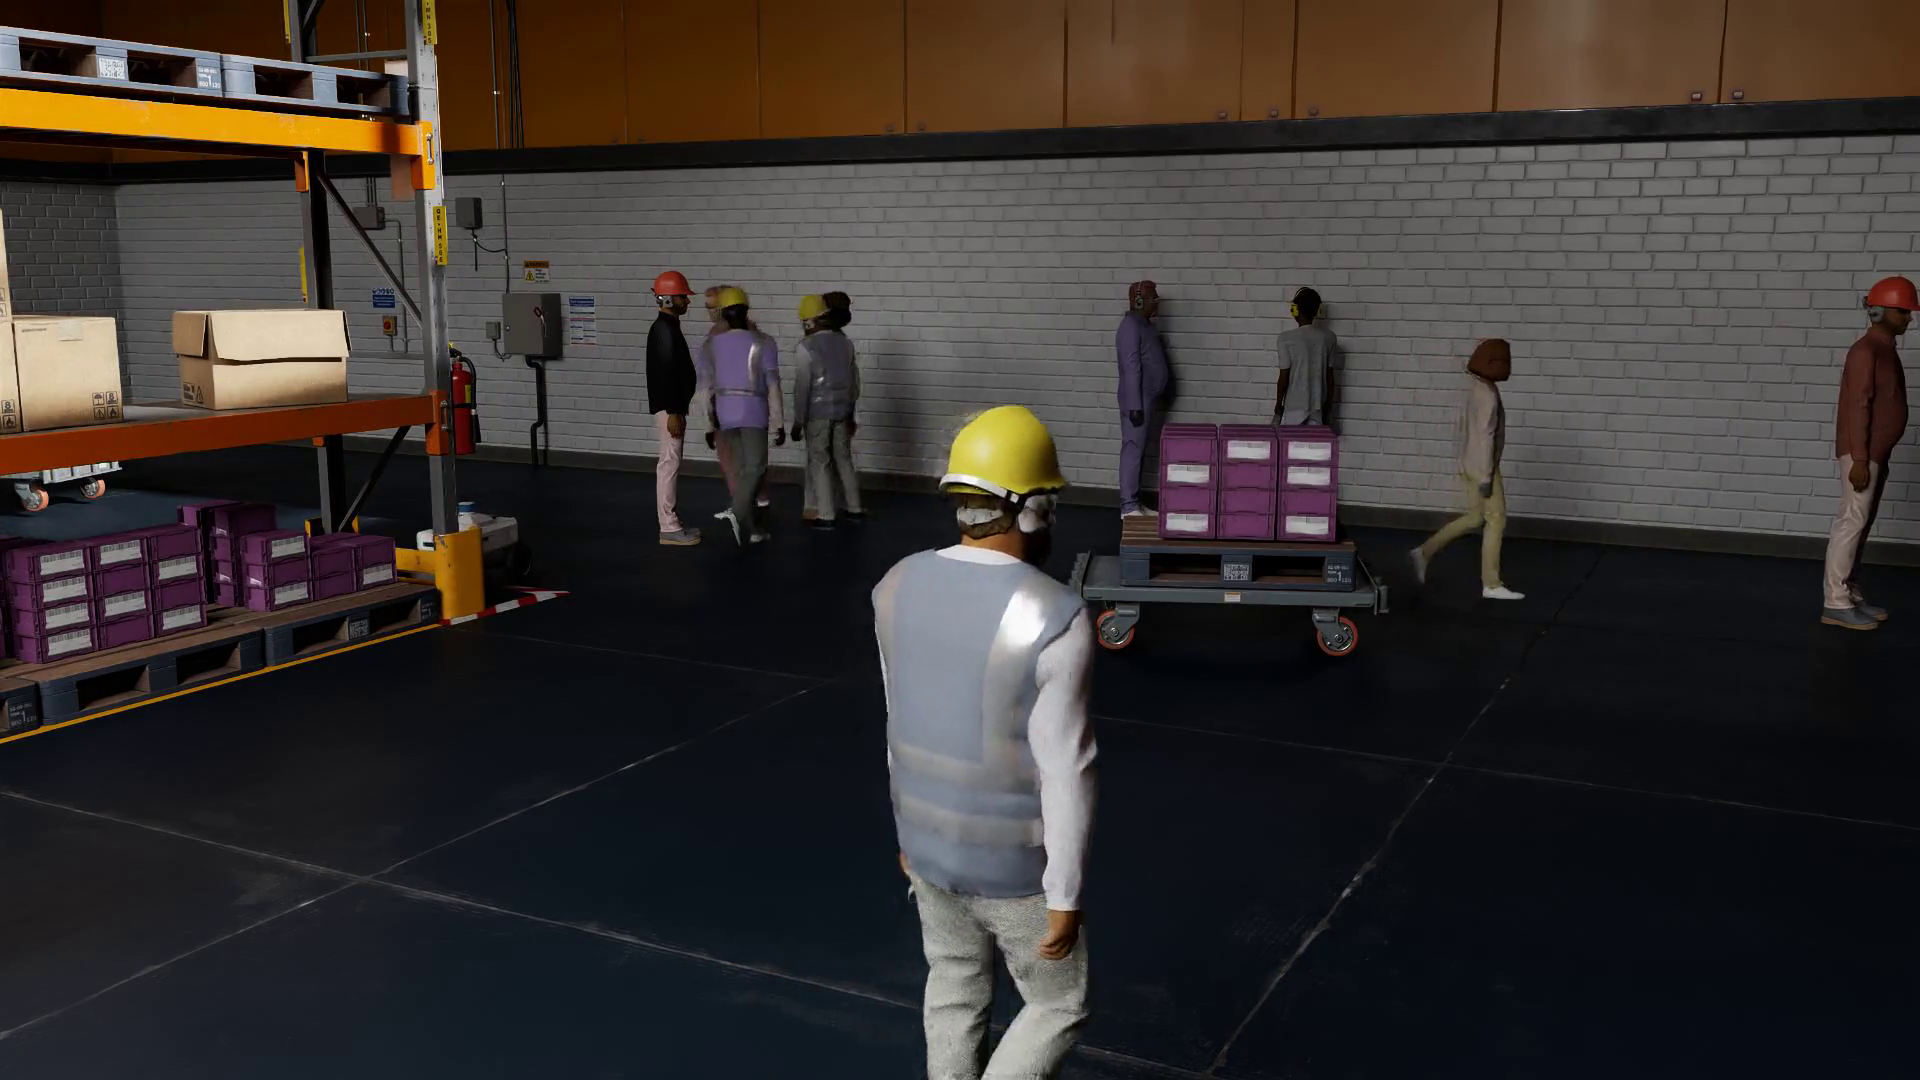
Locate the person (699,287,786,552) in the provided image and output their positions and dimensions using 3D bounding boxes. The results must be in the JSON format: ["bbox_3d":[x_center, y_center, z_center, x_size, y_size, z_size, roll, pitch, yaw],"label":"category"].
[{"bbox_3d":[-1.581,-0.859,11.927,0.639,1.885,0.789,3,10,18],"label":"person"}]

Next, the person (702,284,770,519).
[{"bbox_3d":[-1.828,-1.099,13.321,0.399,1.879,0.767,4,11,24],"label":"person"}]

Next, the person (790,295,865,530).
[{"bbox_3d":[-1.035,-0.980,12.873,0.433,1.801,0.721,8,13,39],"label":"person"}]

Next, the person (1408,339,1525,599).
[{"bbox_3d":[3.152,-0.436,10.236,0.627,1.610,0.507,1,10,5],"label":"person"}]

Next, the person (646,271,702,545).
[{"bbox_3d":[-2.101,-0.965,12.194,0.377,1.995,0.612,-1,10,-7],"label":"person"}]

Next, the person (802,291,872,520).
[{"bbox_3d":[-1.009,-1.070,13.297,0.429,1.844,0.626,2,10,9],"label":"person"}]

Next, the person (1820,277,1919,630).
[{"bbox_3d":[5.199,-0.495,9.481,0.394,1.990,0.618,8,13,39],"label":"person"}]

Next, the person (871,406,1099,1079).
[{"bbox_3d":[0.050,0.631,3.484,0.599,1.818,0.459,9,13,41],"label":"person"}]

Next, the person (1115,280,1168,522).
[{"bbox_3d":[1.441,-1.093,13.190,0.408,1.909,0.638,2,10,12],"label":"person"}]

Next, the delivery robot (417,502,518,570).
[{"bbox_3d":[-3.100,0.003,10.483,0.477,0.478,0.707,3,10,17],"label":"delivery robot"}]

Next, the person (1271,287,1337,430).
[{"bbox_3d":[2.594,-0.972,12.603,0.513,1.870,0.328,-3,10,-19],"label":"person"}]
